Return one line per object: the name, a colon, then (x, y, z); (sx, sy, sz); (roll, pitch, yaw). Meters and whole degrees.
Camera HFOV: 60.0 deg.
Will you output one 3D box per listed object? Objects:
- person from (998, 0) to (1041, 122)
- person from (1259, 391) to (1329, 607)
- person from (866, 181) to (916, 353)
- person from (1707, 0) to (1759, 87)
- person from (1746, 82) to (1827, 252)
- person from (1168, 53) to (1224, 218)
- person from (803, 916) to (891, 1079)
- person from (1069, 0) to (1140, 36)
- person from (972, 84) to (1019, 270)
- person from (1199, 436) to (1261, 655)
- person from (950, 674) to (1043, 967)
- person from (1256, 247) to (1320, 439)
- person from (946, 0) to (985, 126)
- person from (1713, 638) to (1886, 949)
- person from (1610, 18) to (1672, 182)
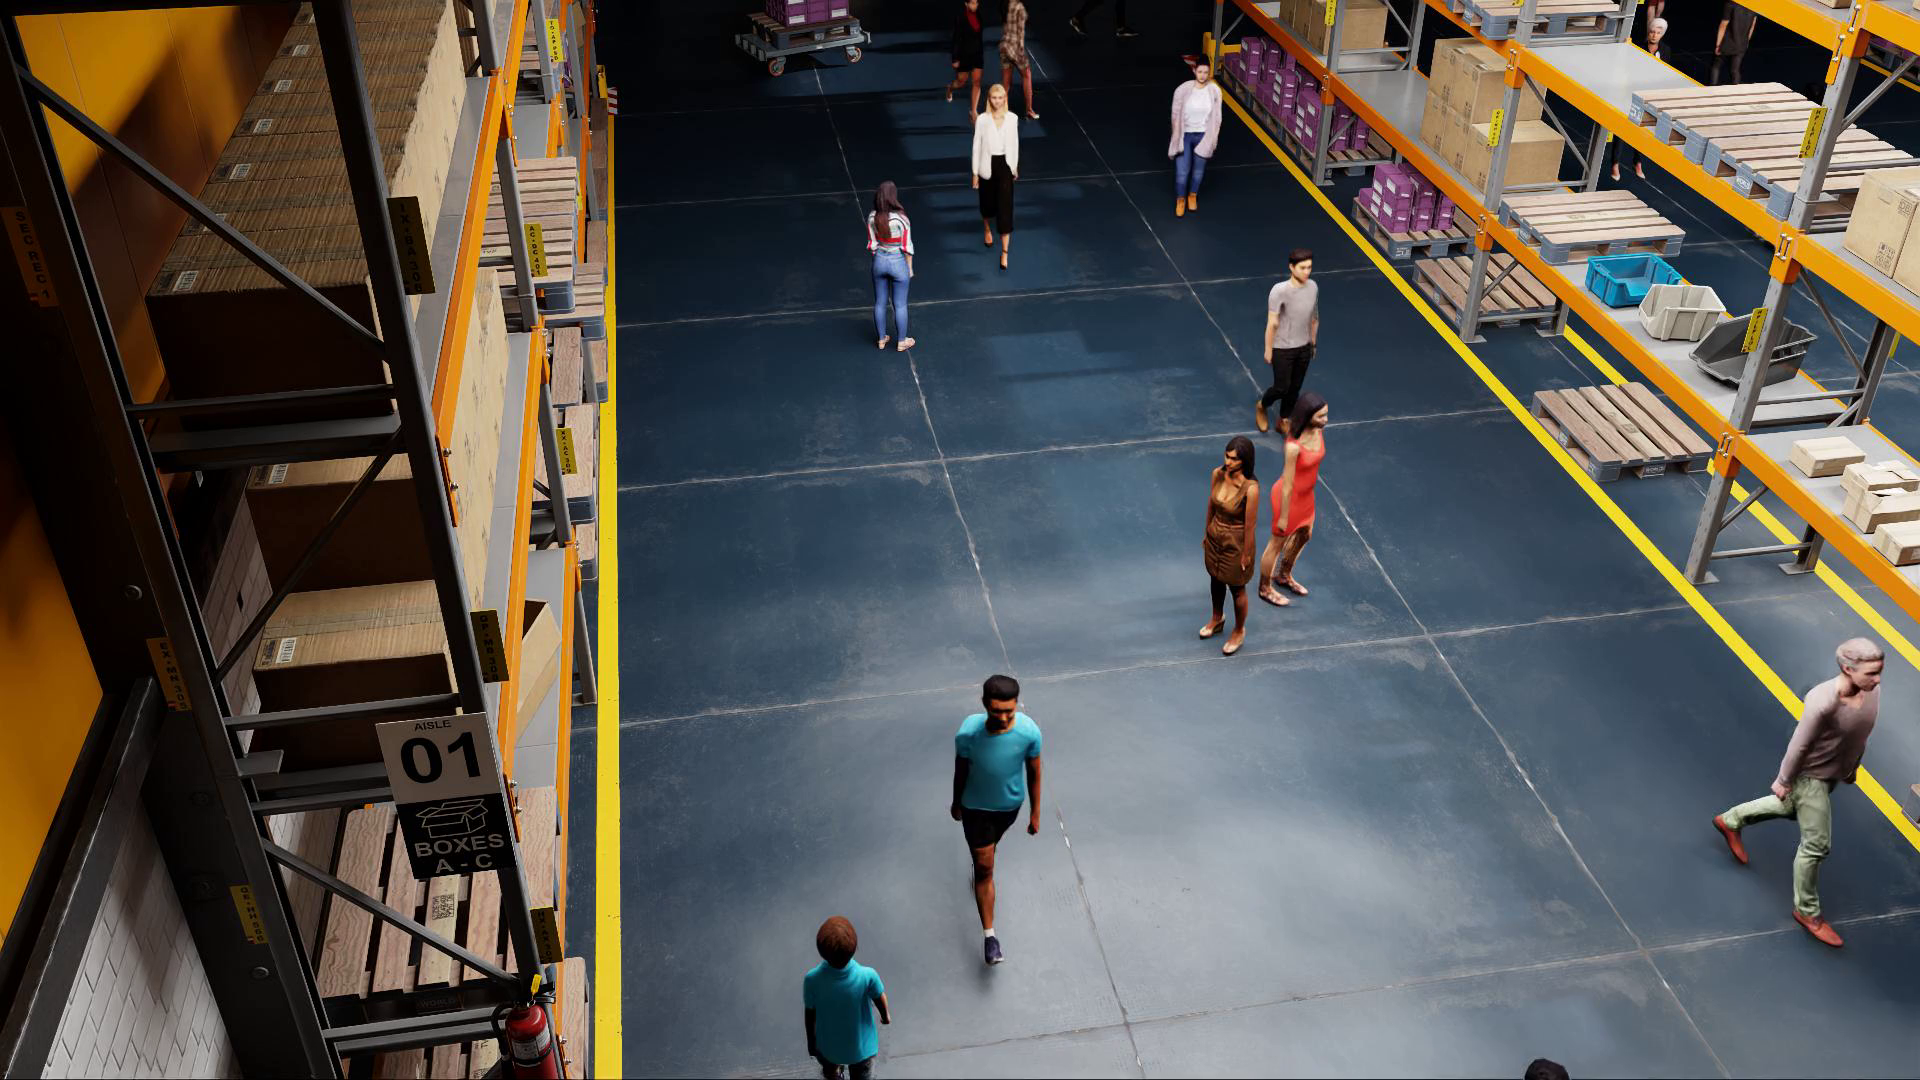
person: (0.565, -5.815, 20.015); (0.908, 1.753, 0.908); (-24, 41, -32)
person: (2.336, -0.299, 11.755); (0.741, 1.709, 0.673); (23, 40, 30)
person: (-0.638, -2.496, 15.150); (0.660, 1.611, 0.666); (12, 36, 18)
person: (9.590, -6.141, 20.560); (0.779, 1.693, 1.071); (2, 34, 3)
person: (8.533, -3.766, 16.969); (0.696, 1.712, 0.866); (0, 34, 0)
person: (2.513, -4.386, 17.887); (0.774, 1.727, 0.787); (0, 34, 0)
person: (-0.543, 2.428, 7.914); (0.676, 1.419, 0.936); (3, 34, 4)
person: (1.992, -7.882, 23.067); (1.070, 1.817, 1.240); (8, 35, 12)
person: (0.336, -3.689, 16.775); (0.665, 1.798, 1.159); (-4, 34, -6)
person: (1.835, 0.028, 11.287); (0.698, 1.683, 0.589); (-23, 40, -31)
person: (0.178, 1.388, 9.203); (0.639, 1.726, 1.157); (-4, 34, -6)
person: (2.708, -1.651, 13.788); (0.683, 1.712, 0.731); (-14, 36, -20)
person: (0.065, -5.852, 20.192); (0.806, 1.618, 0.982); (-20, 39, -27)
person: (4.705, 1.261, 9.281); (0.967, 1.850, 1.317); (-17, 37, -24)
person: (7.415, -4.781, 17.982); (0.753, 1.777, 0.635); (0, 34, 0)
